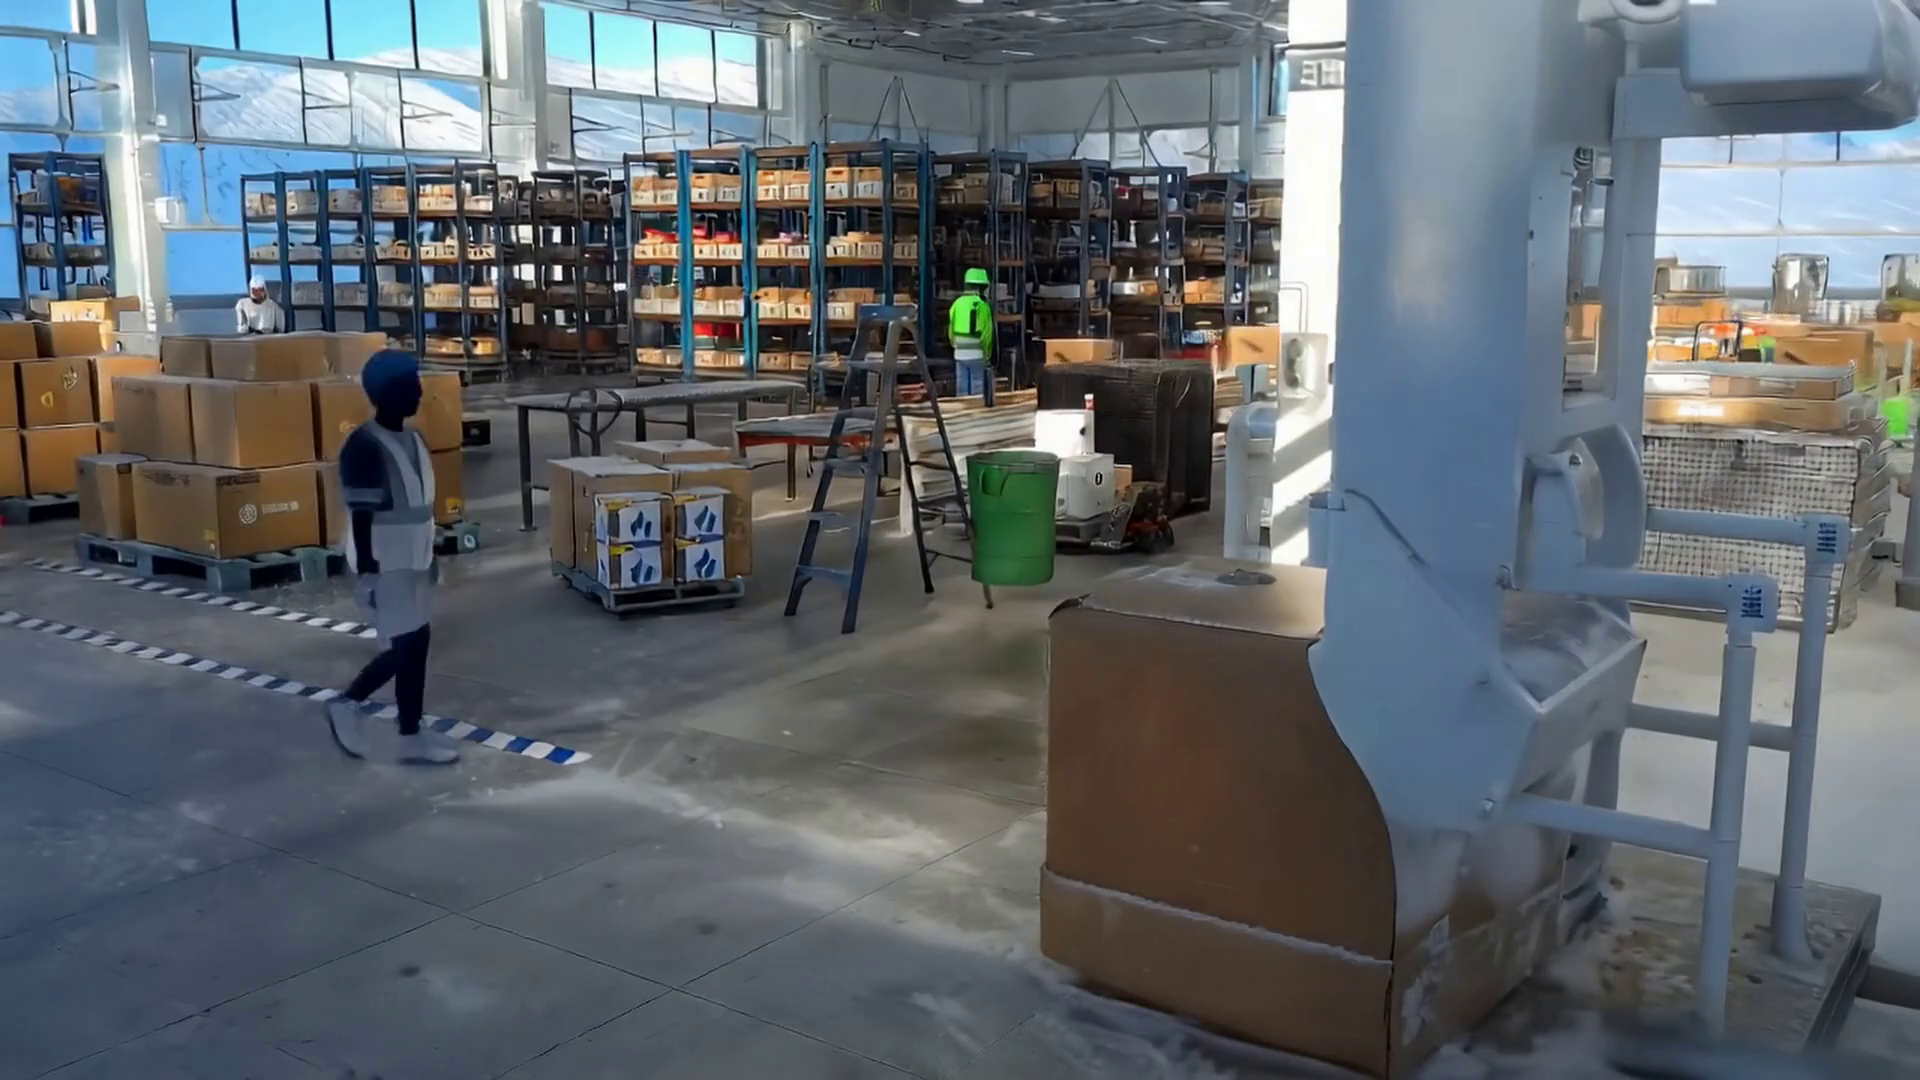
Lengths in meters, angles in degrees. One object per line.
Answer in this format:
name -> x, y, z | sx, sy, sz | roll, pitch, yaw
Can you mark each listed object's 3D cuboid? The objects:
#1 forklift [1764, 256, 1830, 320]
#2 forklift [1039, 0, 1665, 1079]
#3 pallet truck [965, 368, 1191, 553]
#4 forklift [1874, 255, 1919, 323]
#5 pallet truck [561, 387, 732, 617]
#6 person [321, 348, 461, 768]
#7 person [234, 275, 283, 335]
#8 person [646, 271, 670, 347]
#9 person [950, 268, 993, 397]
forklift -> 20.253, -5.854, 40.139 | 1.157, 1.987, 2.680 | 7, 12, 35
forklift -> 1.249, -0.137, 4.360 | 1.873, 2.768, 1.129 | 7, 12, 35
pallet truck -> 0.845, -0.609, 11.869 | 1.630, 1.274, 0.653 | 7, 12, 35
forklift -> 22.089, -5.634, 38.796 | 1.157, 1.987, 2.680 | 6, 11, 33
pallet truck -> -1.981, -0.274, 10.088 | 0.680, 1.201, 1.601 | -5, 11, -28
person -> -2.246, 0.087, 6.549 | 0.427, 1.684, 0.550 | 2, 10, 9
person -> -9.073, -2.502, 21.560 | 0.588, 1.833, 0.404 | -7, 12, -35
person -> -5.580, -4.028, 30.664 | 0.574, 1.825, 0.631 | 5, 11, 26
person -> 0.143, -2.027, 18.410 | 0.402, 1.941, 0.602 | -8, 12, -40
